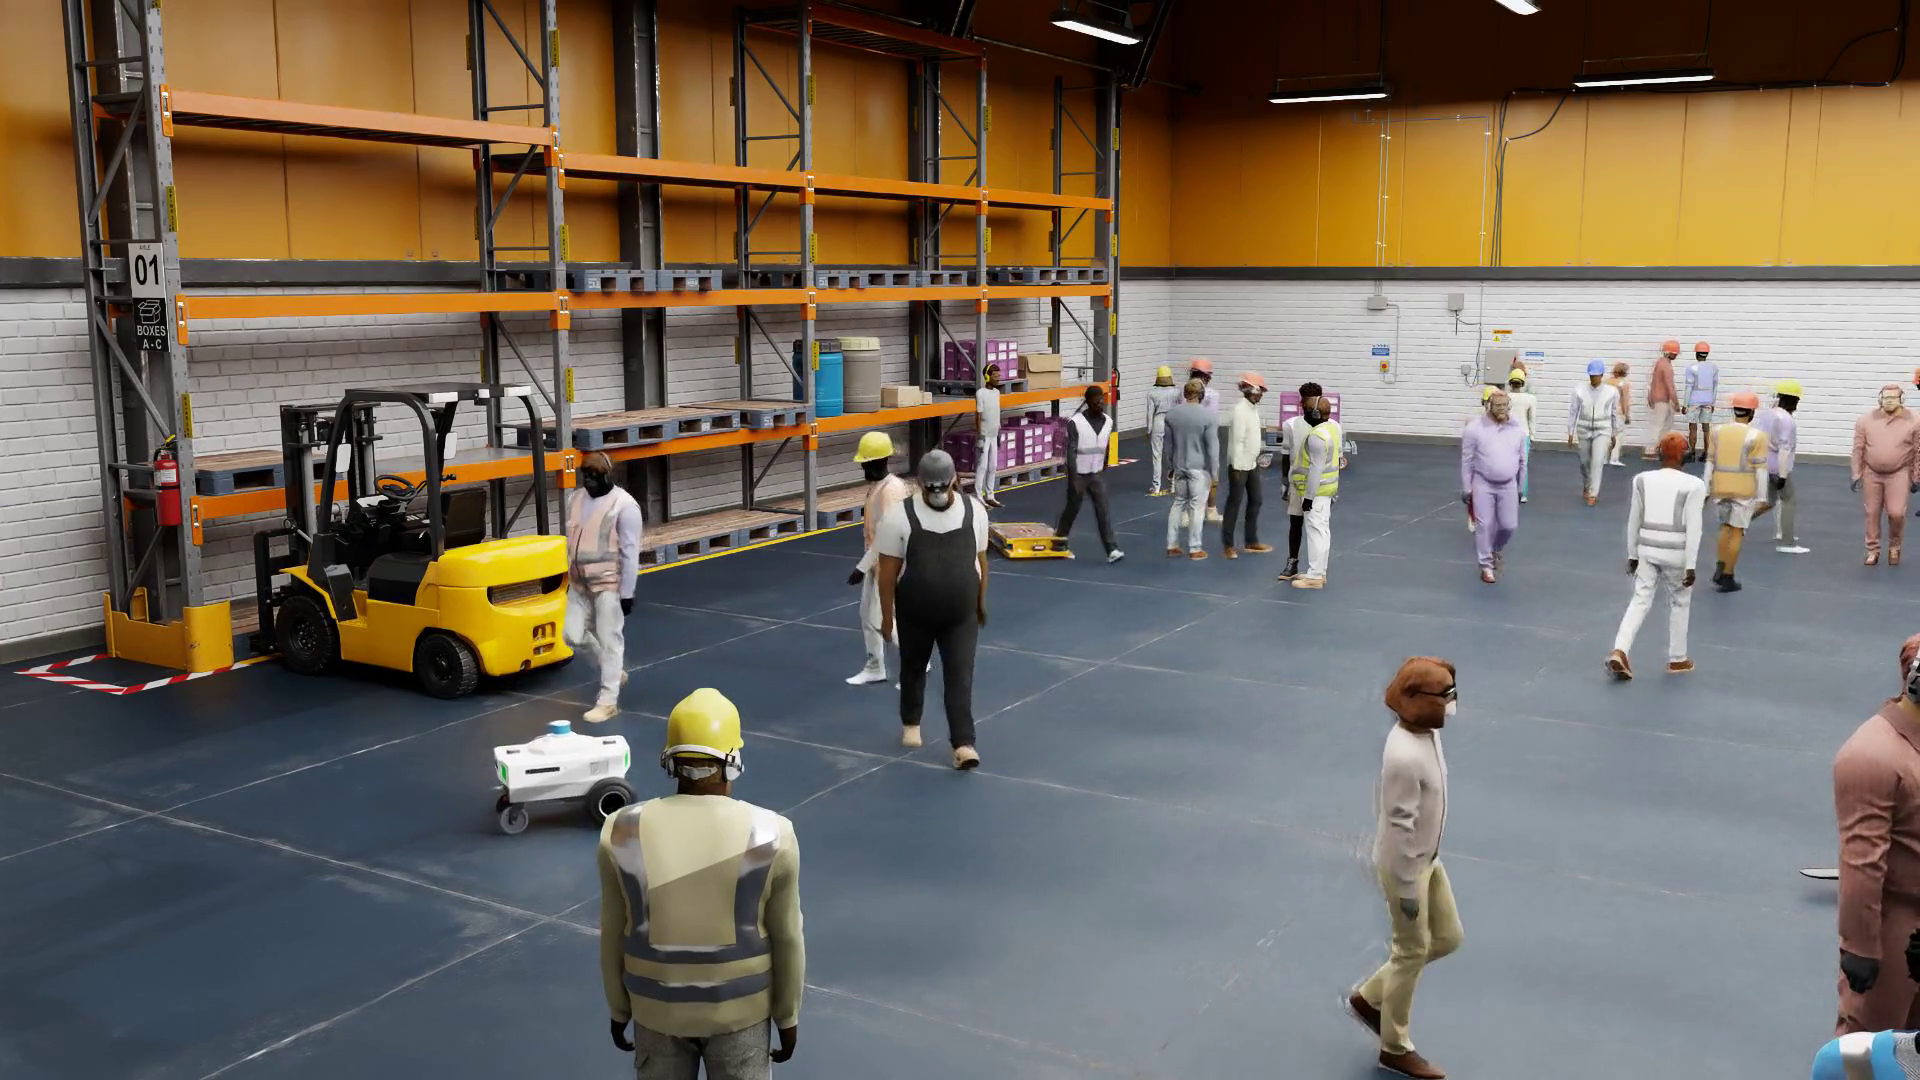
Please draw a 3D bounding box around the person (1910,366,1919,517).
[{"bbox_3d":[11.949,-1.207,20.475,0.633,1.889,0.482,-6,11,-34],"label":"person"}]

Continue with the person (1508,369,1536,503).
[{"bbox_3d":[7.276,-1.361,21.825,0.525,1.769,0.308,2,9,11],"label":"person"}]

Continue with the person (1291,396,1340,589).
[{"bbox_3d":[3.402,-0.458,15.955,0.429,1.844,0.627,4,10,22],"label":"person"}]

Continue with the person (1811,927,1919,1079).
[{"bbox_3d":[2.049,1.606,3.533,0.532,1.694,0.319,3,10,17],"label":"person"}]

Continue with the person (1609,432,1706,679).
[{"bbox_3d":[5.169,0.124,12.335,0.924,1.852,0.588,-7,12,-38],"label":"person"}]

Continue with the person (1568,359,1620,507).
[{"bbox_3d":[8.308,-1.425,21.813,0.617,1.911,0.929,5,10,28],"label":"person"}]

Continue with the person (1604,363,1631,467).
[{"bbox_3d":[10.232,-1.956,26.013,0.364,1.620,0.561,-4,10,-24],"label":"person"}]

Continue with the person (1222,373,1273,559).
[{"bbox_3d":[3.058,-0.784,17.672,0.464,1.966,0.732,5,10,28],"label":"person"}]

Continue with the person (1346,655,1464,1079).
[{"bbox_3d":[1.701,1.216,6.194,0.366,1.617,0.518,5,10,27],"label":"person"}]

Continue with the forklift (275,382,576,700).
[{"bbox_3d":[-3.974,-0.067,12.417,2.313,2.155,1.214,5,11,30],"label":"forklift"}]

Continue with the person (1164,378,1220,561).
[{"bbox_3d":[2.431,-0.738,17.462,0.641,1.929,0.377,9,12,43],"label":"person"}]

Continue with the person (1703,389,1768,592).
[{"bbox_3d":[7.359,-0.464,15.751,0.519,1.917,0.579,-6,11,-34],"label":"person"}]

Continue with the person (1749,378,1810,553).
[{"bbox_3d":[8.746,-0.798,17.909,0.802,1.900,0.592,0,9,1],"label":"person"}]

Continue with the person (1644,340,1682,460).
[{"bbox_3d":[11.381,-2.239,26.749,0.667,1.943,0.639,2,9,12],"label":"person"}]

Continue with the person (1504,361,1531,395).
[{"bbox_3d":[8.989,-2.081,26.789,0.510,1.610,0.639,-3,10,-21],"label":"person"}]

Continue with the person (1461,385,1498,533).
[{"bbox_3d":[5.970,-0.884,18.879,0.549,1.754,0.395,2,9,12],"label":"person"}]

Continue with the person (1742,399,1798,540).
[{"bbox_3d":[9.141,-0.790,18.726,0.634,1.622,0.521,-1,9,-5],"label":"person"}]

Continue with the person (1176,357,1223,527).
[{"bbox_3d":[2.889,-1.165,19.838,0.838,2.005,0.625,-9,13,-44],"label":"person"}]

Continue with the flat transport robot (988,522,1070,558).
[{"bbox_3d":[0.702,-0.015,18.075,0.652,0.197,1.431,-2,9,-11],"label":"flat transport robot"}]

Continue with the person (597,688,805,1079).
[{"bbox_3d":[-0.743,1.334,4.838,0.591,1.825,0.403,0,9,-1],"label":"person"}]

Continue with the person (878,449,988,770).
[{"bbox_3d":[-0.155,0.359,10.234,0.699,2.000,1.108,-1,9,-9],"label":"person"}]

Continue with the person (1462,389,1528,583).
[{"bbox_3d":[5.225,-0.538,16.302,0.649,1.892,0.518,0,9,3],"label":"person"}]

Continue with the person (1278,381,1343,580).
[{"bbox_3d":[3.411,-0.563,16.220,0.608,1.966,0.370,6,11,31],"label":"person"}]

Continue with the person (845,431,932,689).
[{"bbox_3d":[-0.531,0.156,11.948,0.611,1.893,0.602,-2,9,-15],"label":"person"}]

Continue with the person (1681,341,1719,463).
[{"bbox_3d":[11.771,-2.195,26.497,0.543,1.939,0.359,-1,9,-6],"label":"person"}]

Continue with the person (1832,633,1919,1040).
[{"bbox_3d":[3.031,1.220,5.283,0.652,1.906,0.403,-6,11,-33],"label":"person"}]

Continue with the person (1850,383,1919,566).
[{"bbox_3d":[9.500,-0.659,17.069,0.652,1.895,0.451,7,11,36],"label":"person"}]

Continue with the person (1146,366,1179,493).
[{"bbox_3d":[2.794,-1.518,22.885,0.487,1.741,0.312,-1,9,-4],"label":"person"}]

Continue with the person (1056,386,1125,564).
[{"bbox_3d":[1.337,-0.679,17.310,0.638,1.864,1.040,-6,11,-33],"label":"person"}]

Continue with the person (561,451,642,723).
[{"bbox_3d":[-2.413,0.305,11.213,0.654,1.830,0.436,6,11,33],"label":"person"}]

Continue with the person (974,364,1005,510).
[{"bbox_3d":[0.375,-1.320,21.290,0.322,1.862,0.512,6,11,35],"label":"person"}]

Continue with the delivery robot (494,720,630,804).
[{"bbox_3d":[-2.181,1.233,9.112,0.707,0.478,0.477,-3,10,-20],"label":"delivery robot"}]
